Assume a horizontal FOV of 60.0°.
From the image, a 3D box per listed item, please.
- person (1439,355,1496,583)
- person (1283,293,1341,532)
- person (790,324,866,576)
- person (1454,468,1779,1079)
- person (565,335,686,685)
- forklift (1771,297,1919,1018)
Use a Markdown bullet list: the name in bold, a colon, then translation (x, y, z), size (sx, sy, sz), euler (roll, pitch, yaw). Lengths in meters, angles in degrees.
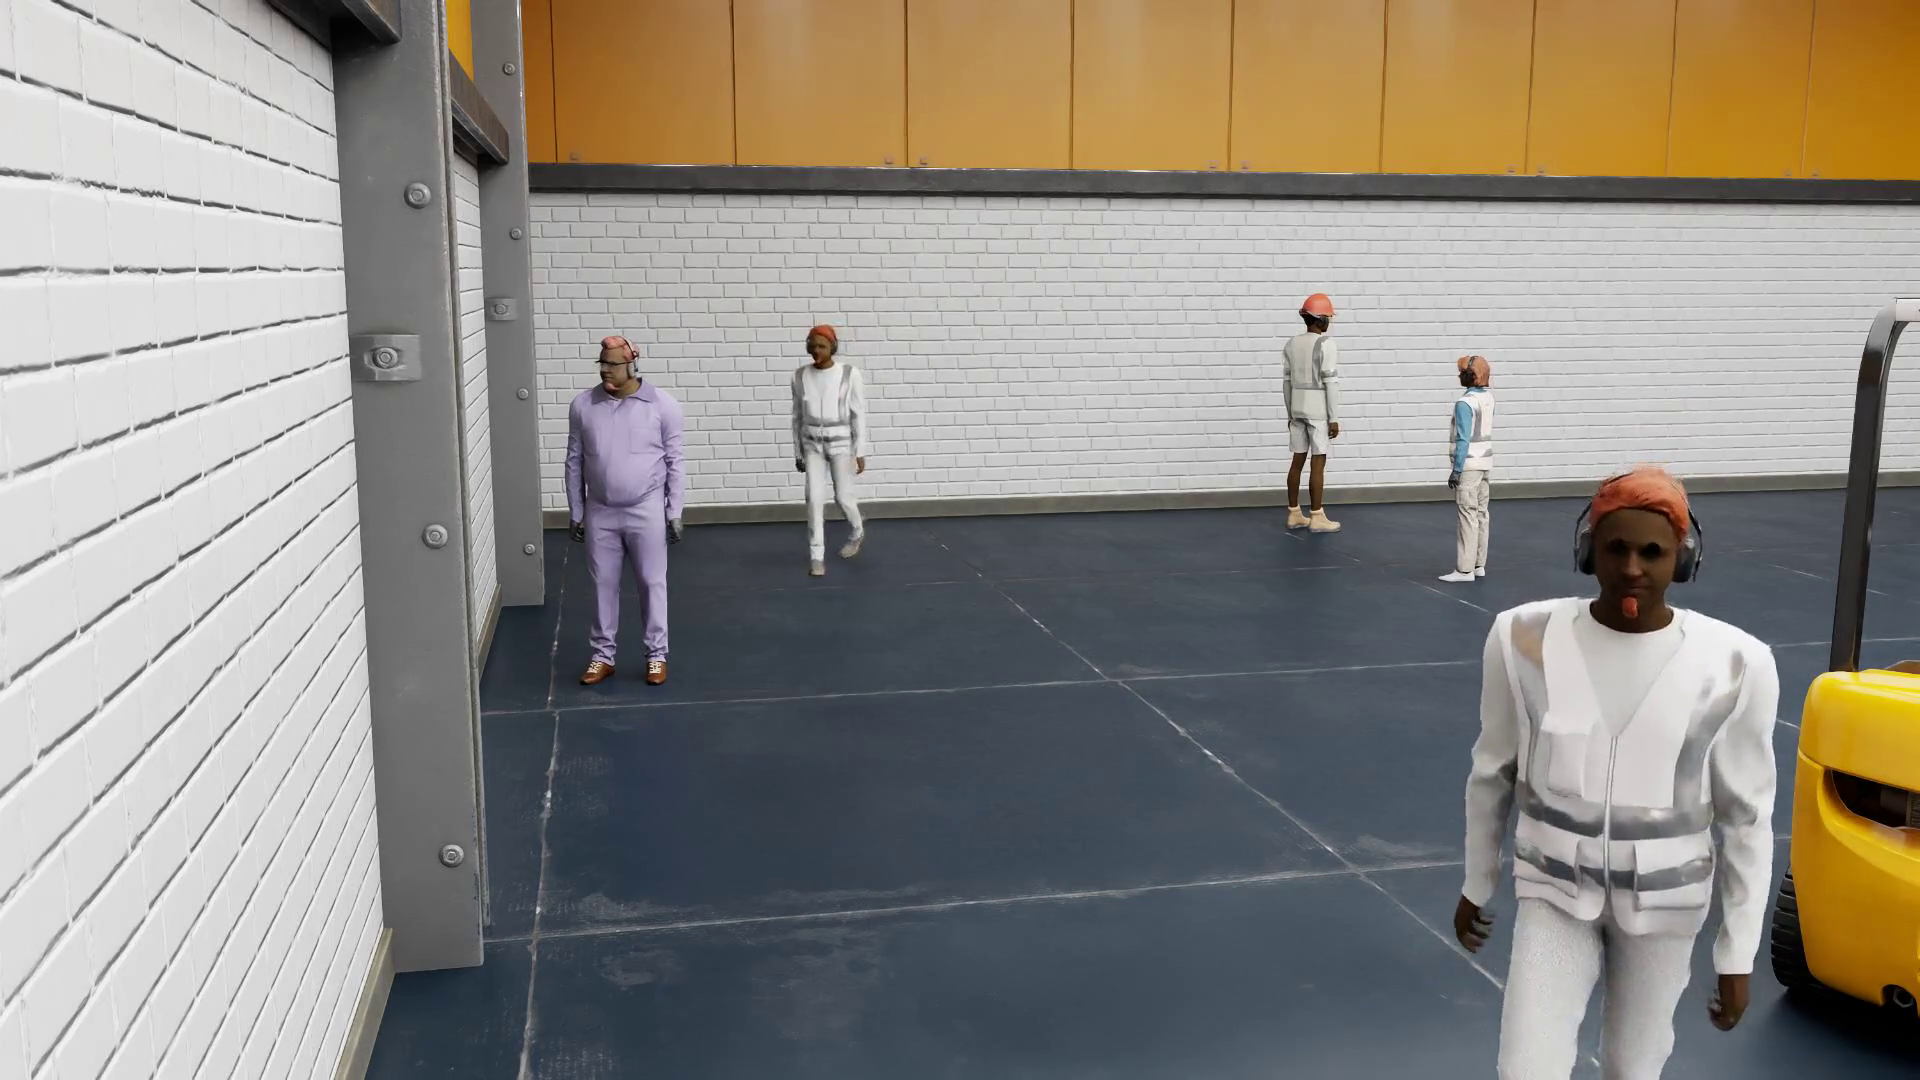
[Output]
- **person**: translation (3.681, -0.508, 11.993), size (0.309, 1.641, 0.515), euler (7, 12, 37)
- **person**: translation (3.040, -1.090, 14.311), size (0.375, 2.044, 0.605), euler (-6, 11, -32)
- **person**: translation (-0.959, -0.690, 12.448), size (0.596, 1.863, 0.693), euler (2, 10, 12)
- **person**: translation (1.312, 0.788, 3.412), size (0.620, 1.857, 0.719), euler (4, 10, 25)
- **person**: translation (-1.819, -0.151, 9.016), size (0.652, 1.904, 0.402), euler (0, 9, 2)
- **forklift**: translation (3.542, 0.334, 5.177), size (2.313, 2.155, 1.214), euler (-9, 13, -43)
